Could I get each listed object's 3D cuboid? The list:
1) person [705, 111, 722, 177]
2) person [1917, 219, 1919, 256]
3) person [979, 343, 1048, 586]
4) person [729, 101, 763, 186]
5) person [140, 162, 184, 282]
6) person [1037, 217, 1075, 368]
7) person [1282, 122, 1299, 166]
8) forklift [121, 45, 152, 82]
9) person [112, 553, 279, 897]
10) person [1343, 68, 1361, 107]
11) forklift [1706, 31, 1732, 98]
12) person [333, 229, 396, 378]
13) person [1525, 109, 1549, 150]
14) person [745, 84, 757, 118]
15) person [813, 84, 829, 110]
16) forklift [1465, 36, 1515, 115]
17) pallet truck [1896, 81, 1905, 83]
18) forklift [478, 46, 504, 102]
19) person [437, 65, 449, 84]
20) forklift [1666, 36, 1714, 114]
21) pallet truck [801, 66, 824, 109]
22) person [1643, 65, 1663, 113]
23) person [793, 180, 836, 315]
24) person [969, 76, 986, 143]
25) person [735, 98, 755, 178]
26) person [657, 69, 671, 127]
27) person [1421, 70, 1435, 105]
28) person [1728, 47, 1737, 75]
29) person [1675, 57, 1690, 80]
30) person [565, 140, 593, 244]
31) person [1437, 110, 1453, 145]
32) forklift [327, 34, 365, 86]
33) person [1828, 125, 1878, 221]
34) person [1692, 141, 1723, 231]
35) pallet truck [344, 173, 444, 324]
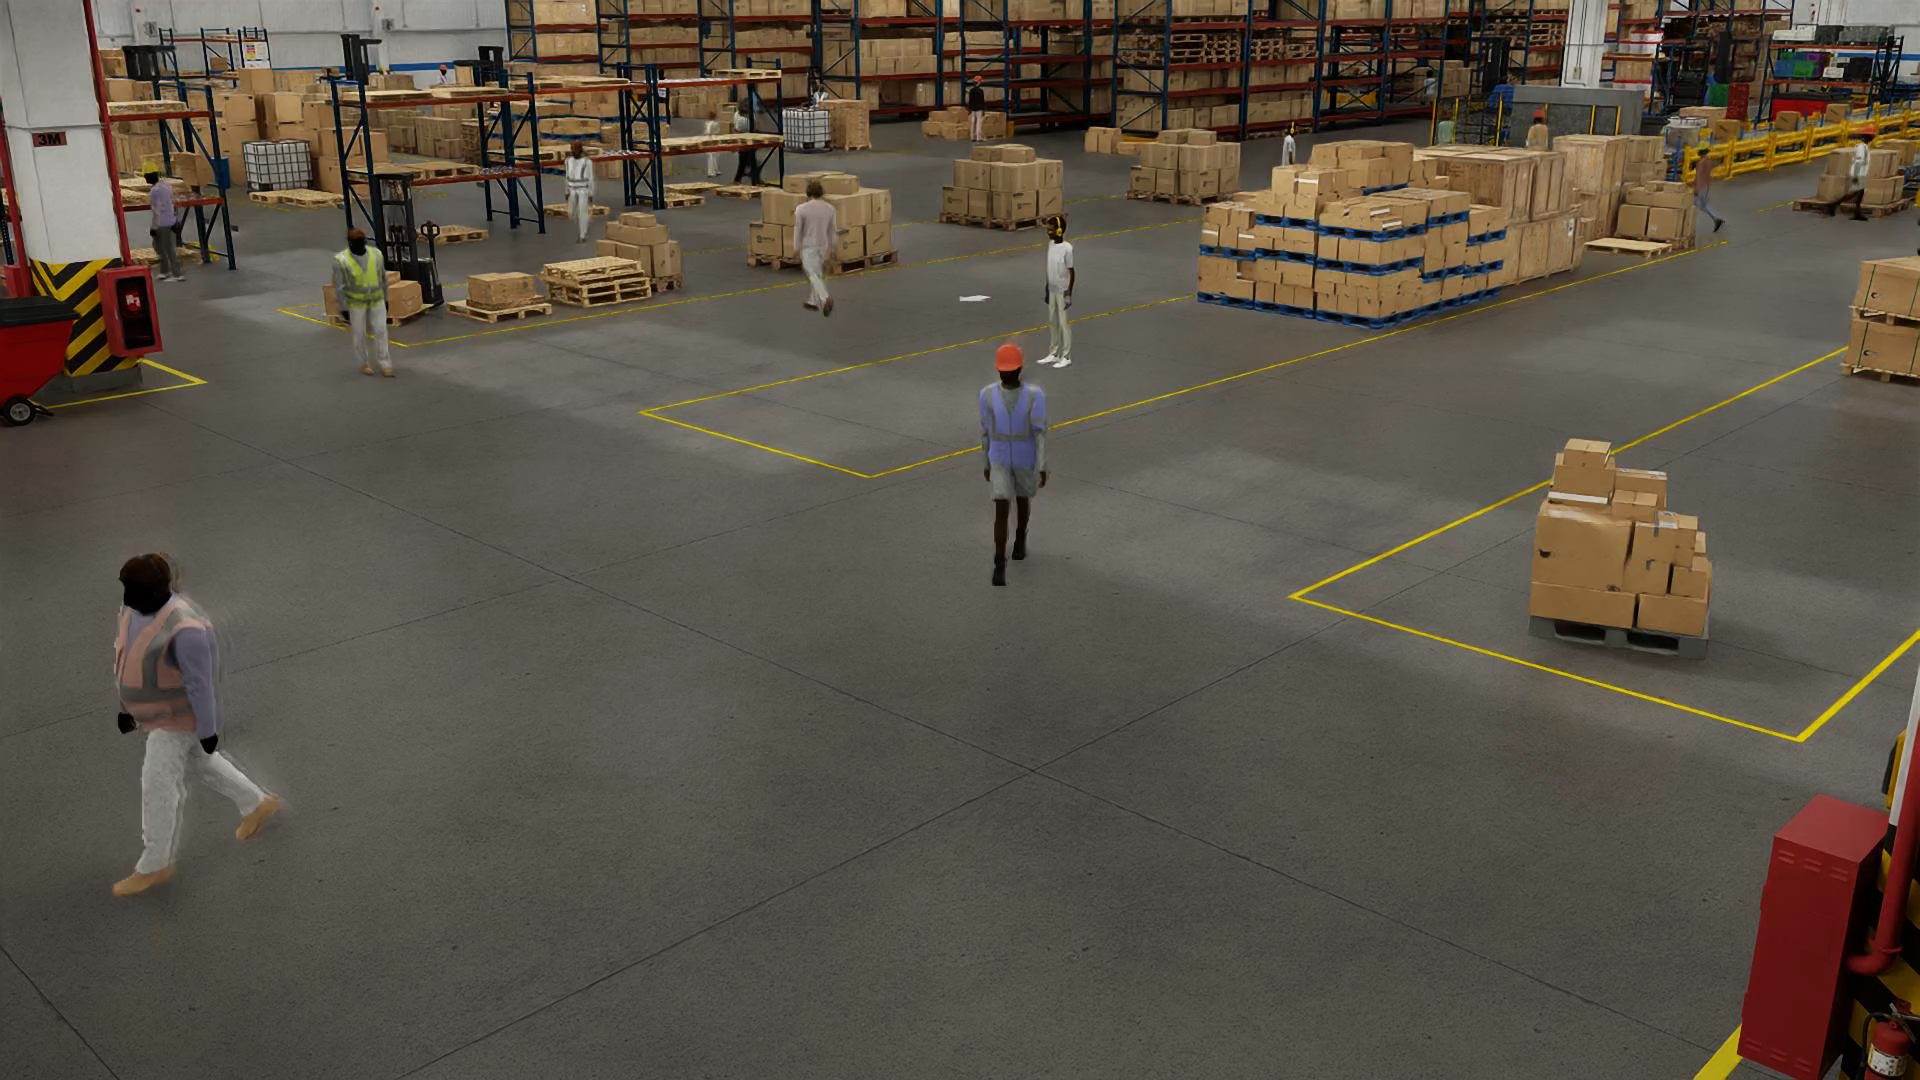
[{"bbox_3d":[-6.114,-9.907,41.601,0.605,1.618,0.525,-12,22,-32],"label":"person"},{"bbox_3d":[16.274,-5.407,27.578,0.620,1.923,0.983,-13,22,-34],"label":"person"},{"bbox_3d":[0.430,-0.657,13.323,0.565,1.889,0.986,2,18,7],"label":"person"},{"bbox_3d":[-5.092,-9.439,39.532,1.008,2.000,0.685,7,19,19],"label":"person"},{"bbox_3d":[-12.835,-5.074,26.579,0.652,1.904,0.606,-4,19,-12],"label":"person"},{"bbox_3d":[1.213,-3.066,20.609,0.327,1.865,0.514,-11,21,-30],"label":"person"},{"bbox_3d":[6.934,-7.851,35.016,0.313,1.869,0.528,0,18,1],"label":"person"},{"bbox_3d":[-25.631,-14.025,52.038,1.129,2.768,1.873,12,22,32],"label":"forklift"},{"bbox_3d":[-4.116,0.892,8.784,0.624,1.807,0.932,17,25,41],"label":"person"},{"bbox_3d":[15.290,-17.485,64.462,0.494,1.600,0.834,-13,22,-34],"label":"person"},{"bbox_3d":[31.710,-19.759,69.314,1.873,2.768,1.129,13,23,35],"label":"forklift"},{"bbox_3d":[-7.146,-2.836,20.016,0.638,1.799,0.880,-13,22,-33],"label":"person"},{"bbox_3d":[12.987,-8.782,37.736,0.541,1.912,0.786,-12,22,-31],"label":"person"},{"bbox_3d":[-6.700,-13.679,52.861,0.603,1.675,0.562,10,21,28],"label":"person"},{"bbox_3d":[-4.409,-13.616,52.742,0.513,1.642,0.311,3,19,8],"label":"person"},{"bbox_3d":[19.973,-17.201,61.605,1.873,2.768,1.129,16,24,40],"label":"forklift"},{"bbox_3d":[34.802,-16.331,61.455,0.653,1.274,1.630,17,25,41],"label":"pallet truck"},{"bbox_3d":[-14.397,-13.832,51.456,1.129,2.768,1.873,17,25,41],"label":"forklift"},{"bbox_3d":[-18.352,-15.940,59.274,0.351,1.942,0.547,5,19,15],"label":"person"},{"bbox_3d":[27.341,-17.291,61.877,1.129,2.768,1.873,17,25,41],"label":"forklift"},{"bbox_3d":[-4.812,-15.182,56.903,0.823,1.965,1.885,-9,21,-26],"label":"pallet truck"},{"bbox_3d":[24.812,-16.049,59.670,0.886,1.909,0.555,3,19,8],"label":"person"},{"bbox_3d":[-2.046,-4.200,23.956,0.629,1.917,0.883,-13,22,-34],"label":"person"},{"bbox_3d":[0.541,-13.132,50.729,0.384,1.993,0.623,-16,24,-39],"label":"person"},{"bbox_3d":[-5.322,-10.024,41.457,0.635,1.936,0.355,13,22,33],"label":"person"},{"bbox_3d":[-10.086,-15.047,56.636,0.589,1.912,0.391,13,23,35],"label":"person"},{"bbox_3d":[17.288,-16.474,61.335,0.529,1.658,0.877,-10,21,-29],"label":"person"},{"bbox_3d":[34.835,-21.312,75.403,0.449,1.972,0.621,-17,25,-41],"label":"person"},{"bbox_3d":[30.953,-19.823,71.257,0.551,1.751,0.427,16,24,40],"label":"person"},{"bbox_3d":[-7.024,-6.413,30.674,0.600,1.873,0.424,7,20,20],"label":"person"},{"bbox_3d":[12.307,-10.084,42.177,0.508,1.599,0.844,-8,20,-22],"label":"person"},{"bbox_3d":[-23.611,-18.249,64.764,1.129,2.768,1.873,17,25,41],"label":"forklift"},{"bbox_3d":[18.138,-7.436,33.703,0.671,1.921,0.549,12,22,33],"label":"person"},{"bbox_3d":[14.313,-6.757,31.924,0.534,1.749,0.669,-16,24,-40],"label":"person"},{"bbox_3d":[-8.209,-4.181,23.757,0.823,1.965,1.885,3,19,9],"label":"pallet truck"}]
